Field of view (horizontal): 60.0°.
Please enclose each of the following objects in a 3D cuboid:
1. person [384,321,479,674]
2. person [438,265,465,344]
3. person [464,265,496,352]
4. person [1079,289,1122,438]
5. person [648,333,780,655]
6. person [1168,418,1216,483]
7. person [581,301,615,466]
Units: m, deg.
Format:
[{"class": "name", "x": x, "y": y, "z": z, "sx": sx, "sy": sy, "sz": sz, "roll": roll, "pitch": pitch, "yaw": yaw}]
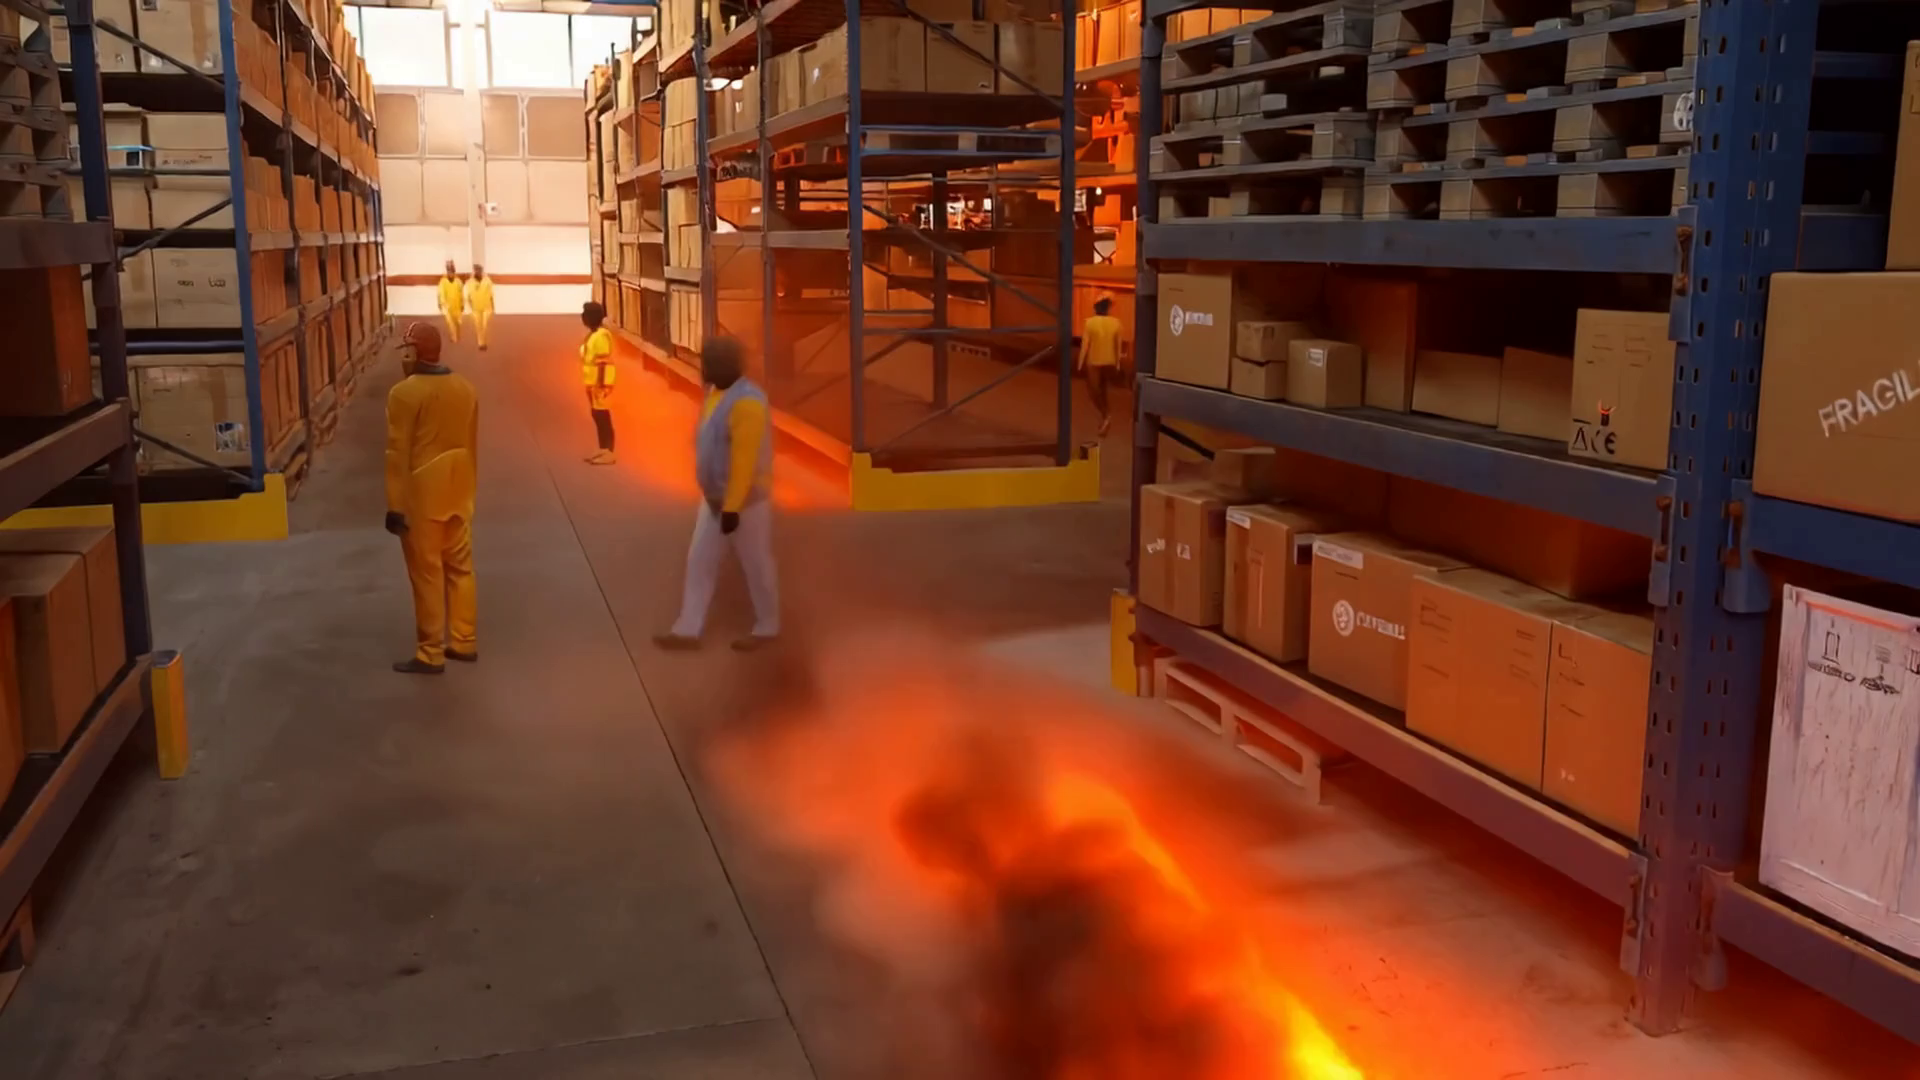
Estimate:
[{"class": "person", "x": -2.883, "y": -0.229, "z": 9.029, "sx": 0.399, "sy": 1.900, "sz": 0.643, "roll": 4, "pitch": 11, "yaw": 21}, {"class": "person", "x": -11.208, "y": -5.196, "z": 36.681, "sx": 0.569, "sy": 1.740, "sz": 0.519, "roll": -5, "pitch": 11, "yaw": -24}, {"class": "person", "x": -9.933, "y": -4.794, "z": 34.373, "sx": 0.618, "sy": 1.782, "sz": 0.941, "roll": -1, "pitch": 10, "yaw": -5}, {"class": "person", "x": 1.661, "y": -2.027, "z": 19.281, "sx": 0.536, "sy": 1.748, "sz": 0.488, "roll": -5, "pitch": 11, "yaw": -24}, {"class": "person", "x": -1.381, "y": -0.226, "z": 9.226, "sx": 0.833, "sy": 1.810, "sz": 0.661, "roll": -5, "pitch": 12, "yaw": -27}, {"class": "person", "x": 1.595, "y": -0.562, "z": 11.677, "sx": 0.846, "sy": 1.596, "sz": 0.497, "roll": -1, "pitch": 10, "yaw": -5}, {"class": "person", "x": -3.751, "y": -1.616, "z": 17.195, "sx": 0.317, "sy": 1.694, "sz": 0.533, "roll": -5, "pitch": 11, "yaw": -26}]
